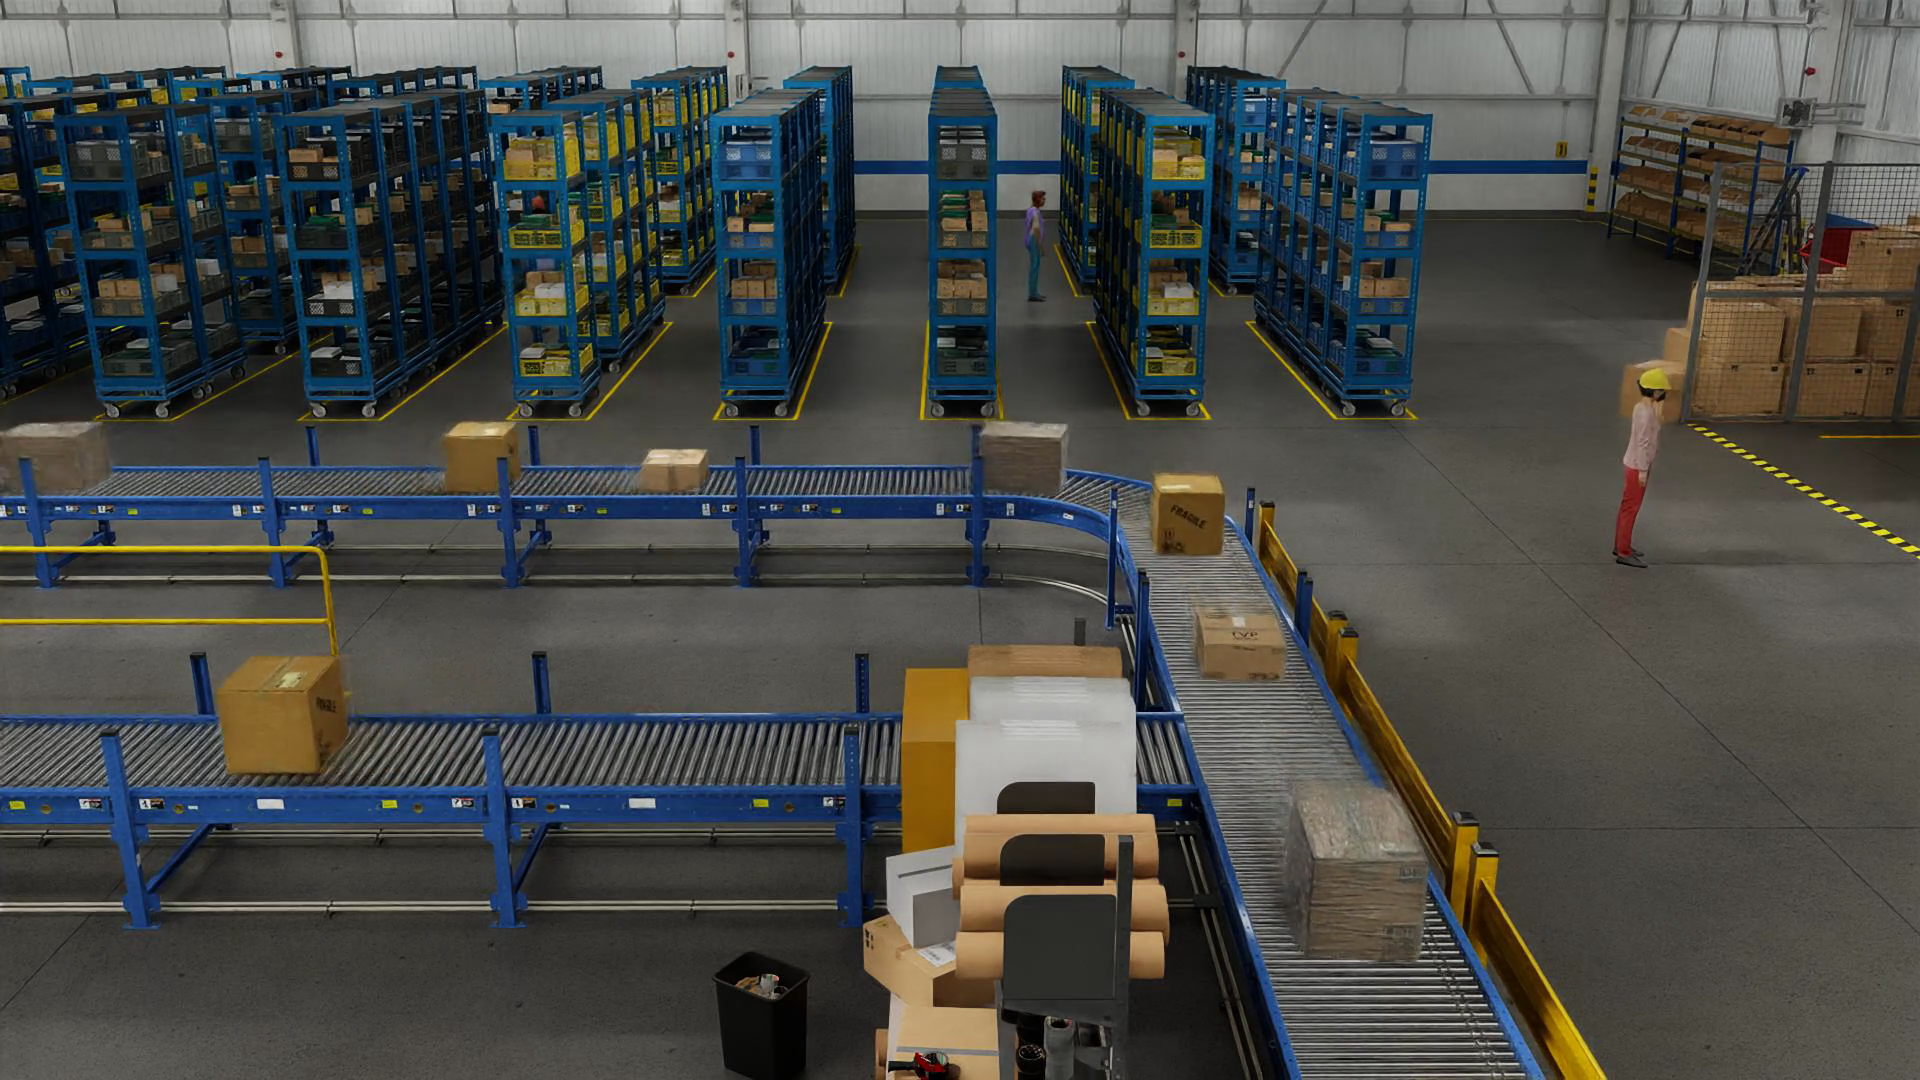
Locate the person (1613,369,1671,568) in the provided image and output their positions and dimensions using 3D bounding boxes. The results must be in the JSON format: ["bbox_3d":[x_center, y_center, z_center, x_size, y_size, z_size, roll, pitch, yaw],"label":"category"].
[{"bbox_3d":[6.058,-0.650,14.782,0.312,1.769,0.522,6,19,17],"label":"person"}]

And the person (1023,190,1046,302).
[{"bbox_3d":[1.243,-4.910,27.787,0.384,1.839,0.564,0,18,0],"label":"person"}]

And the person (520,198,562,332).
[{"bbox_3d":[-6.396,-4.232,25.456,0.610,1.982,1.058,-2,18,-5],"label":"person"}]

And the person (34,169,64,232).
[{"bbox_3d":[-19.748,-7.570,36.134,0.590,1.729,0.586,0,18,-1],"label":"person"}]
